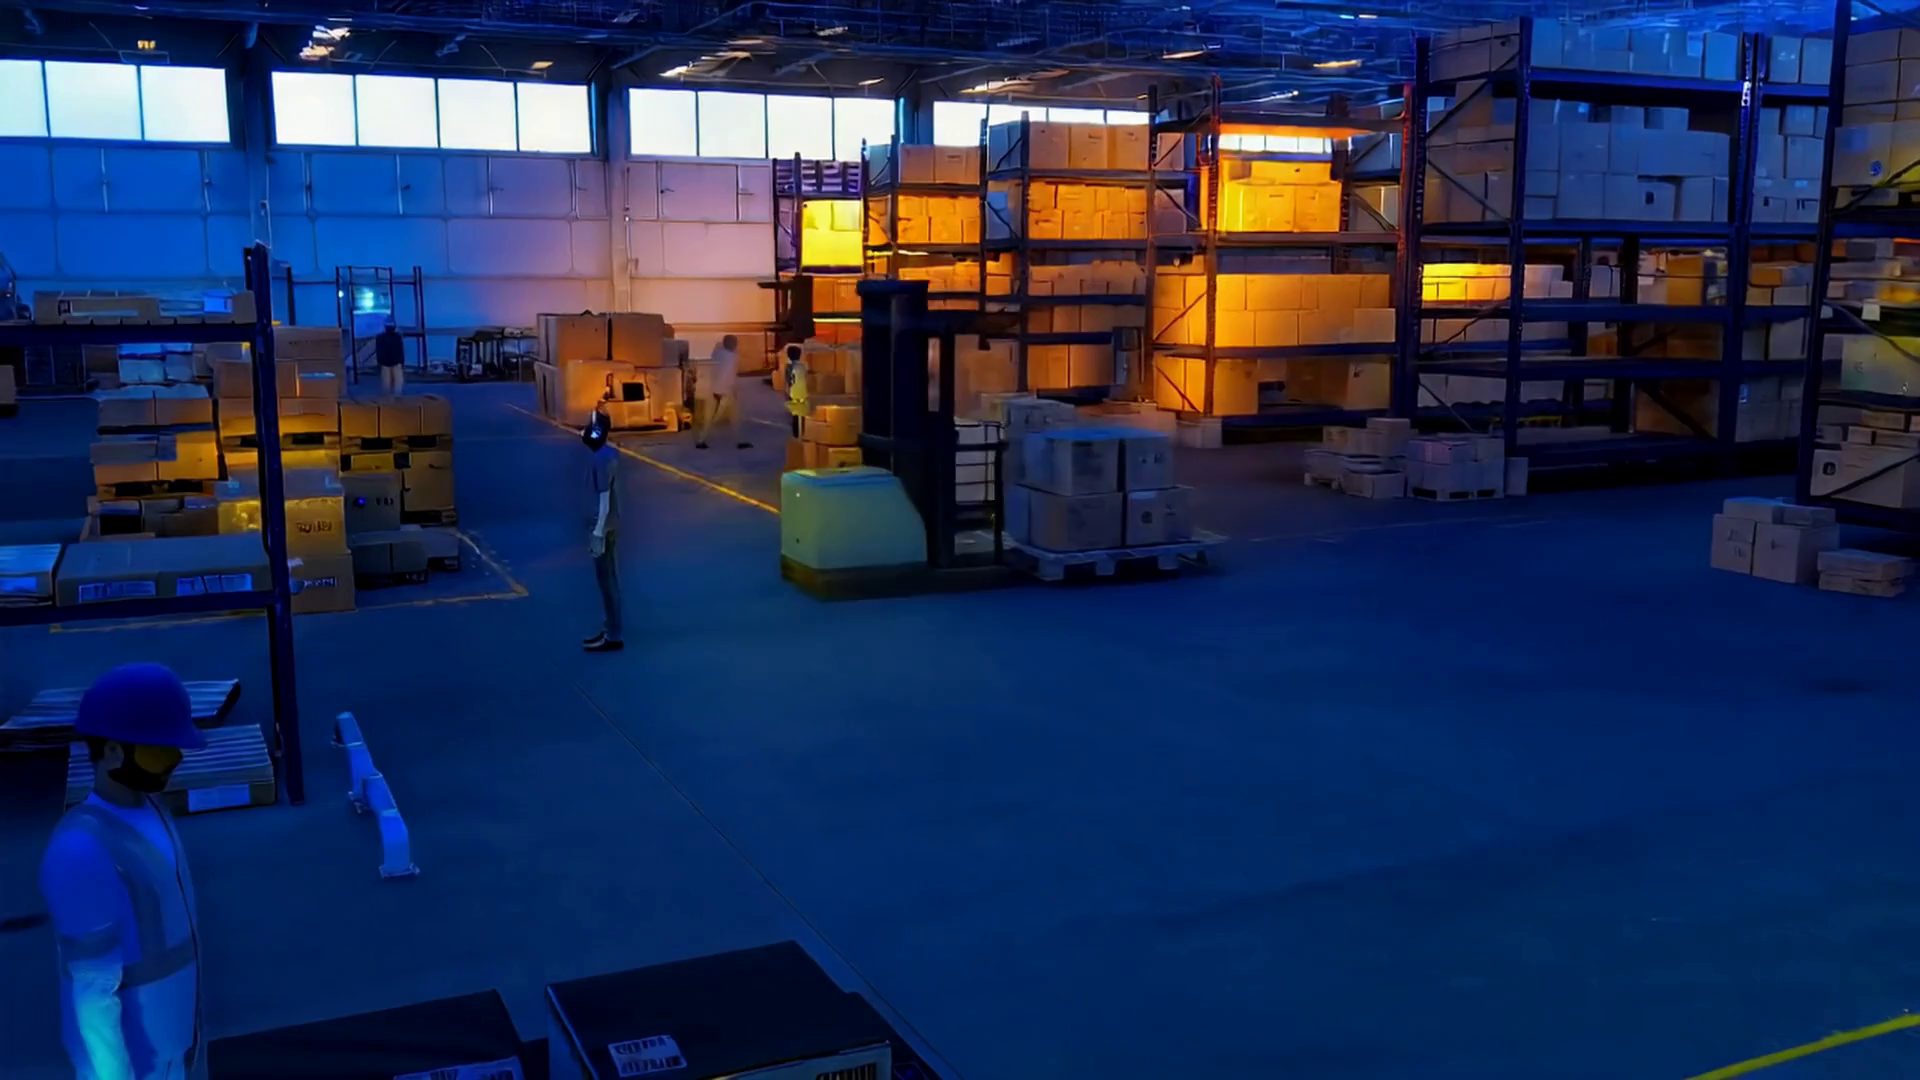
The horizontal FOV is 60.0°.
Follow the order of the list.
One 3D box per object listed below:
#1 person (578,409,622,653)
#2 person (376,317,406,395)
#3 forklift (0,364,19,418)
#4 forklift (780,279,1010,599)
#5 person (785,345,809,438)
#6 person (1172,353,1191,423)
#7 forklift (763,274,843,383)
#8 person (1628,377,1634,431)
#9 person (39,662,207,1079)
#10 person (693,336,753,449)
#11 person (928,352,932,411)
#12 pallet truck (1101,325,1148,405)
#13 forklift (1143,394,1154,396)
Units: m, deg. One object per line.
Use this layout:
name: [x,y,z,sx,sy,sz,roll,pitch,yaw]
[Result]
person: [-2.744,-0.069,12.668,0.329,1.864,0.508,-1,9,-8]
person: [-11.887,-3.693,34.879,0.652,1.942,0.988,-9,13,-44]
forklift: [-19.410,-3.697,32.024,1.873,2.768,1.129,1,9,8]
forklift: [-0.623,-0.972,15.116,1.873,2.768,1.129,-4,10,-25]
person: [-2.677,-2.346,27.292,0.320,1.698,0.537,7,11,35]
person: [4.257,-3.166,31.953,0.429,1.839,0.627,8,12,39]
forklift: [-3.993,-5.407,42.633,1.873,2.768,1.129,-4,10,-25]
person: [10.615,-2.300,26.346,0.584,1.920,0.544,-5,10,-26]
person: [-2.063,1.258,4.229,0.369,1.929,0.542,-2,9,-11]
person: [-3.898,-2.384,27.037,0.952,1.885,0.648,-3,10,-16]
person: [-0.654,-2.605,28.275,0.566,1.899,0.896,-7,11,-37]
pallet truck: [2.881,-2.596,27.923,0.823,1.965,1.885,-1,9,-7]
forklift: [4.590,-4.675,38.092,1.129,2.768,1.873,-4,10,-25]
